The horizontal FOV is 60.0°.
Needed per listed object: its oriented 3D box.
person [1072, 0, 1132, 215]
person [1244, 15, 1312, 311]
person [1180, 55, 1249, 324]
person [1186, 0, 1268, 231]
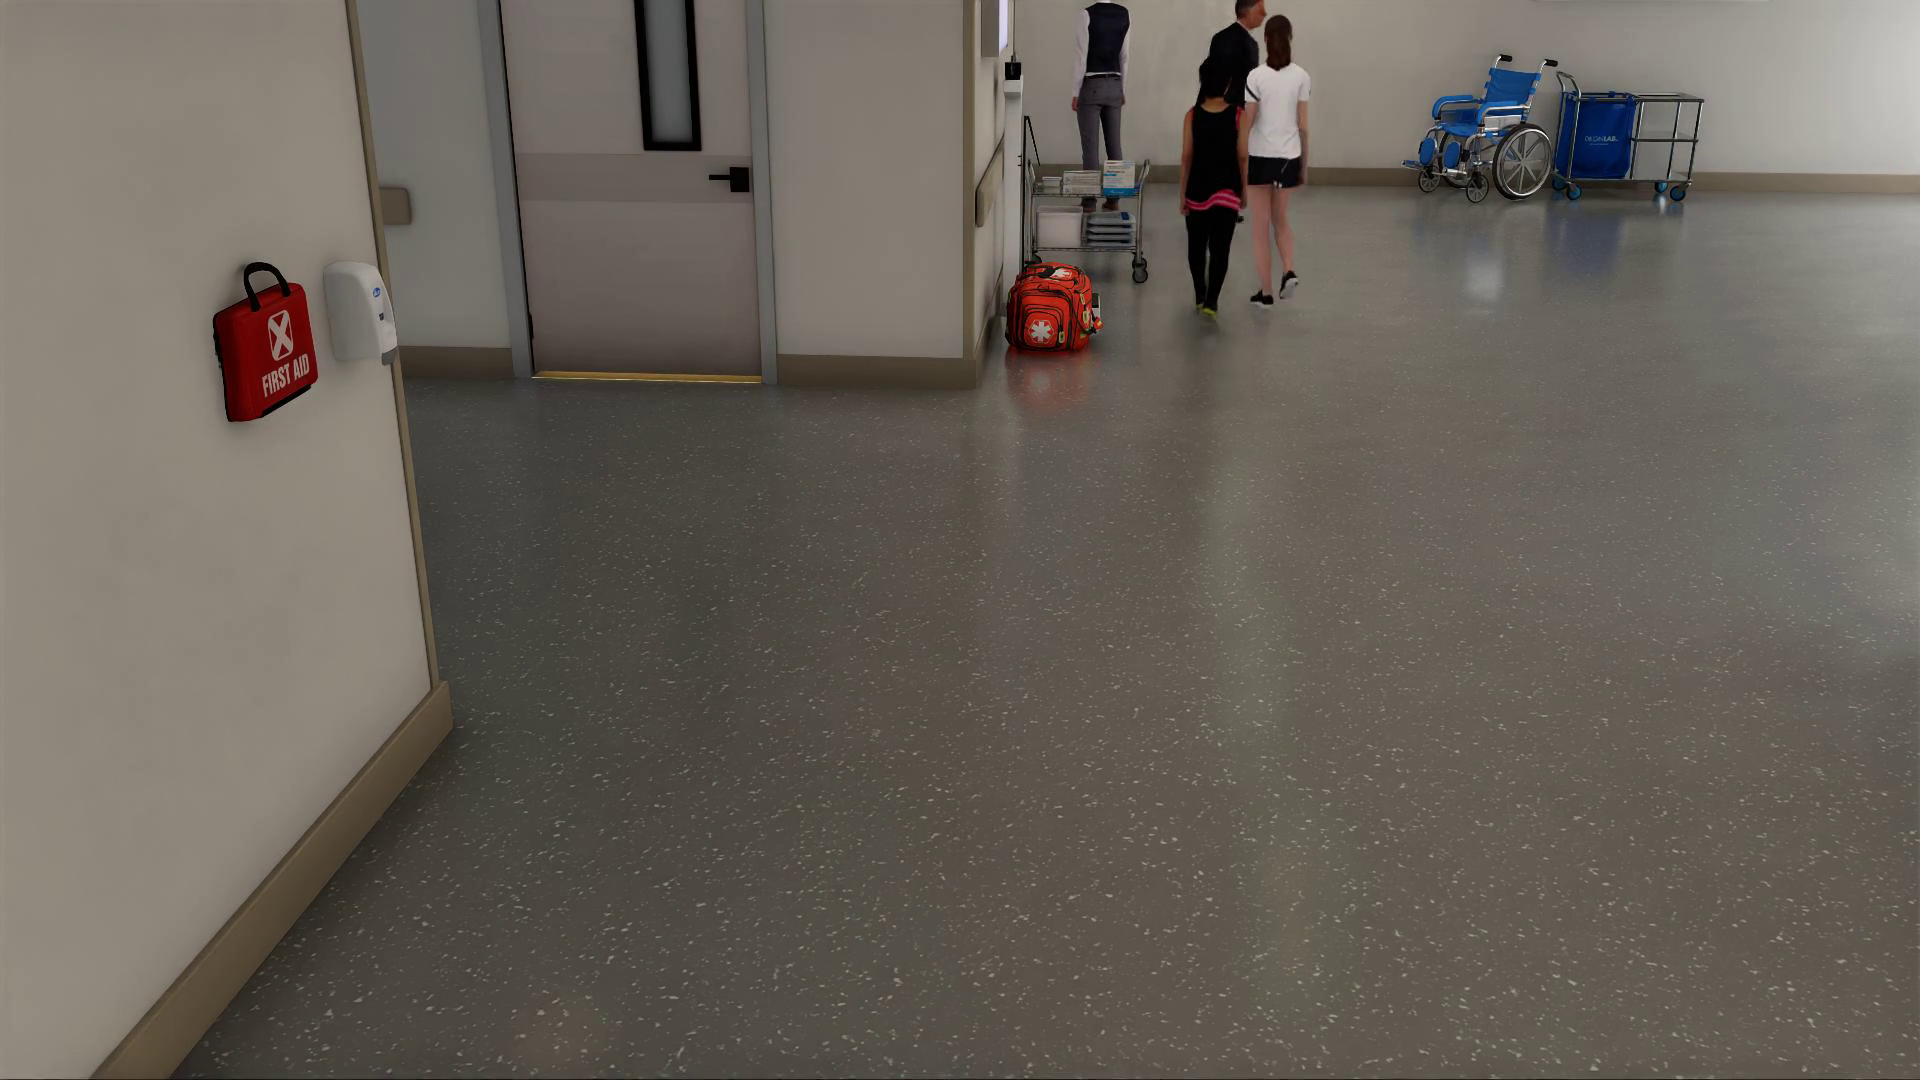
[{"bbox_3d":[1.136,-3.623,13.399,0.743,1.939,0.741,-9,23,-23],"label":"person"},{"bbox_3d":[1.902,-2.237,10.020,0.644,1.739,0.740,-3,21,-8],"label":"person"},{"bbox_3d":[1.476,-2.017,9.748,0.672,1.521,1.061,6,22,15],"label":"person"},{"bbox_3d":[1.931,-3.212,12.540,0.916,1.778,0.857,-10,23,-24],"label":"person"}]
